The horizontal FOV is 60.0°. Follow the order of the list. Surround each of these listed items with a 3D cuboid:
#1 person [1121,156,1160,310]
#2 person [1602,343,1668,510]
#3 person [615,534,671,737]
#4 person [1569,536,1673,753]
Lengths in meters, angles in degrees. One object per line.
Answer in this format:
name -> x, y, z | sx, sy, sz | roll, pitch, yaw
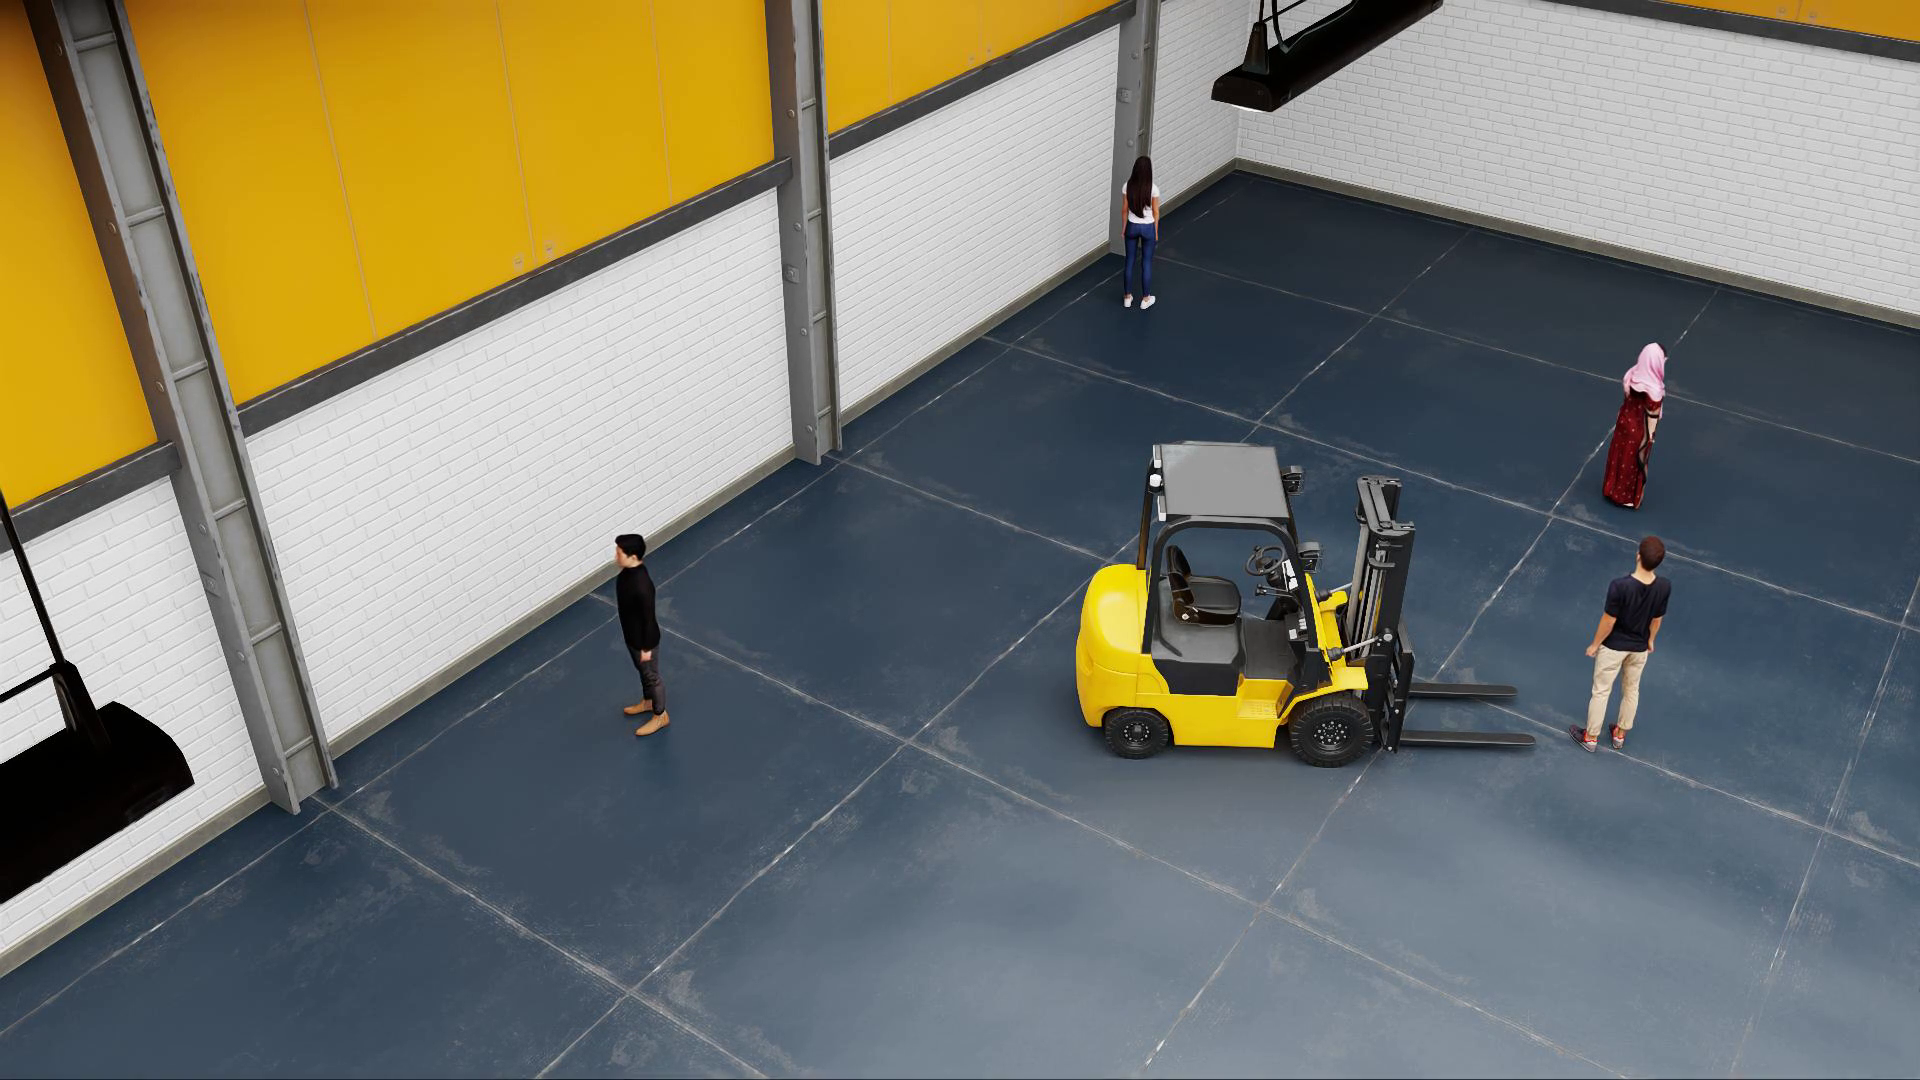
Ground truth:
person -> 2.018, -3.447, 18.639 | 0.630, 1.775, 0.584 | 13, 36, 18
person -> 6.172, -1.053, 15.162 | 0.819, 1.637, 0.758 | -5, 34, -8
person -> -2.398, 0.681, 12.476 | 0.714, 1.723, 0.722 | -15, 36, -21
person -> 4.887, 0.770, 12.218 | 0.702, 1.860, 0.747 | -4, 34, -6
